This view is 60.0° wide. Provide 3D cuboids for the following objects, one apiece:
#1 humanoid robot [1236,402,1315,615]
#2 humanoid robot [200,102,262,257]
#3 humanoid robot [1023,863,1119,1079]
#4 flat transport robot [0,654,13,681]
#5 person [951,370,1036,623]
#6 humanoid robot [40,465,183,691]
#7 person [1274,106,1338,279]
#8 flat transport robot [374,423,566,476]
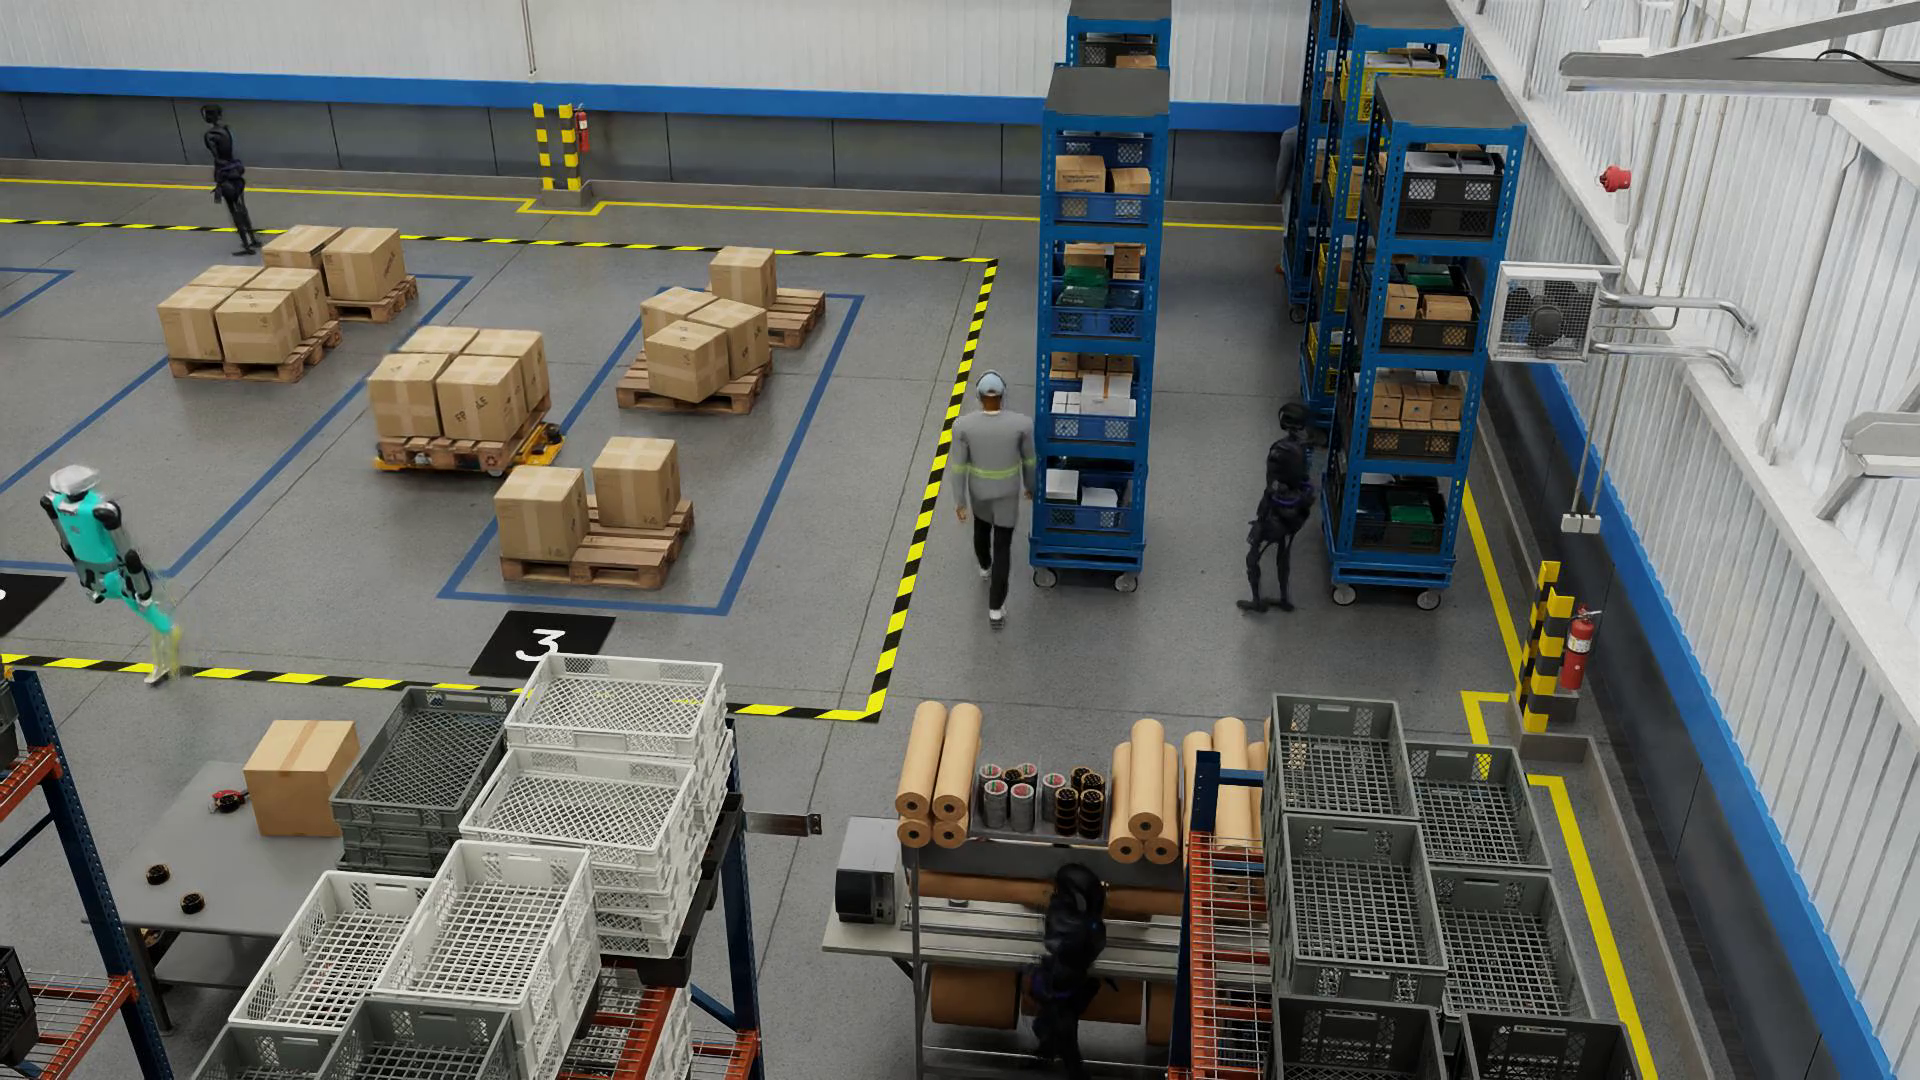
[{"bbox_3d":[2.249,-0.228,11.656,0.374,1.646,0.603,25,39,36],"label":"humanoid robot"},{"bbox_3d":[-7.906,-3.902,17.960,0.315,1.657,0.599,-2,30,-4],"label":"humanoid robot"},{"bbox_3d":[0.546,2.111,7.694,0.777,1.626,0.609,17,34,26],"label":"humanoid robot"},{"bbox_3d":[-7.142,0.969,11.010,1.431,0.231,0.659,3,30,6],"label":"flat transport robot"},{"bbox_3d":[0.234,-0.353,11.762,0.588,1.805,0.978,4,30,7],"label":"person"},{"bbox_3d":[-5.379,0.250,10.858,0.539,1.845,0.766,9,31,14],"label":"humanoid robot"},{"bbox_3d":[3.575,-3.665,17.321,0.630,1.931,0.369,-8,31,-13],"label":"person"},{"bbox_3d":[-4.123,-0.796,14.014,1.431,0.197,0.652,3,30,6],"label":"flat transport robot"}]
